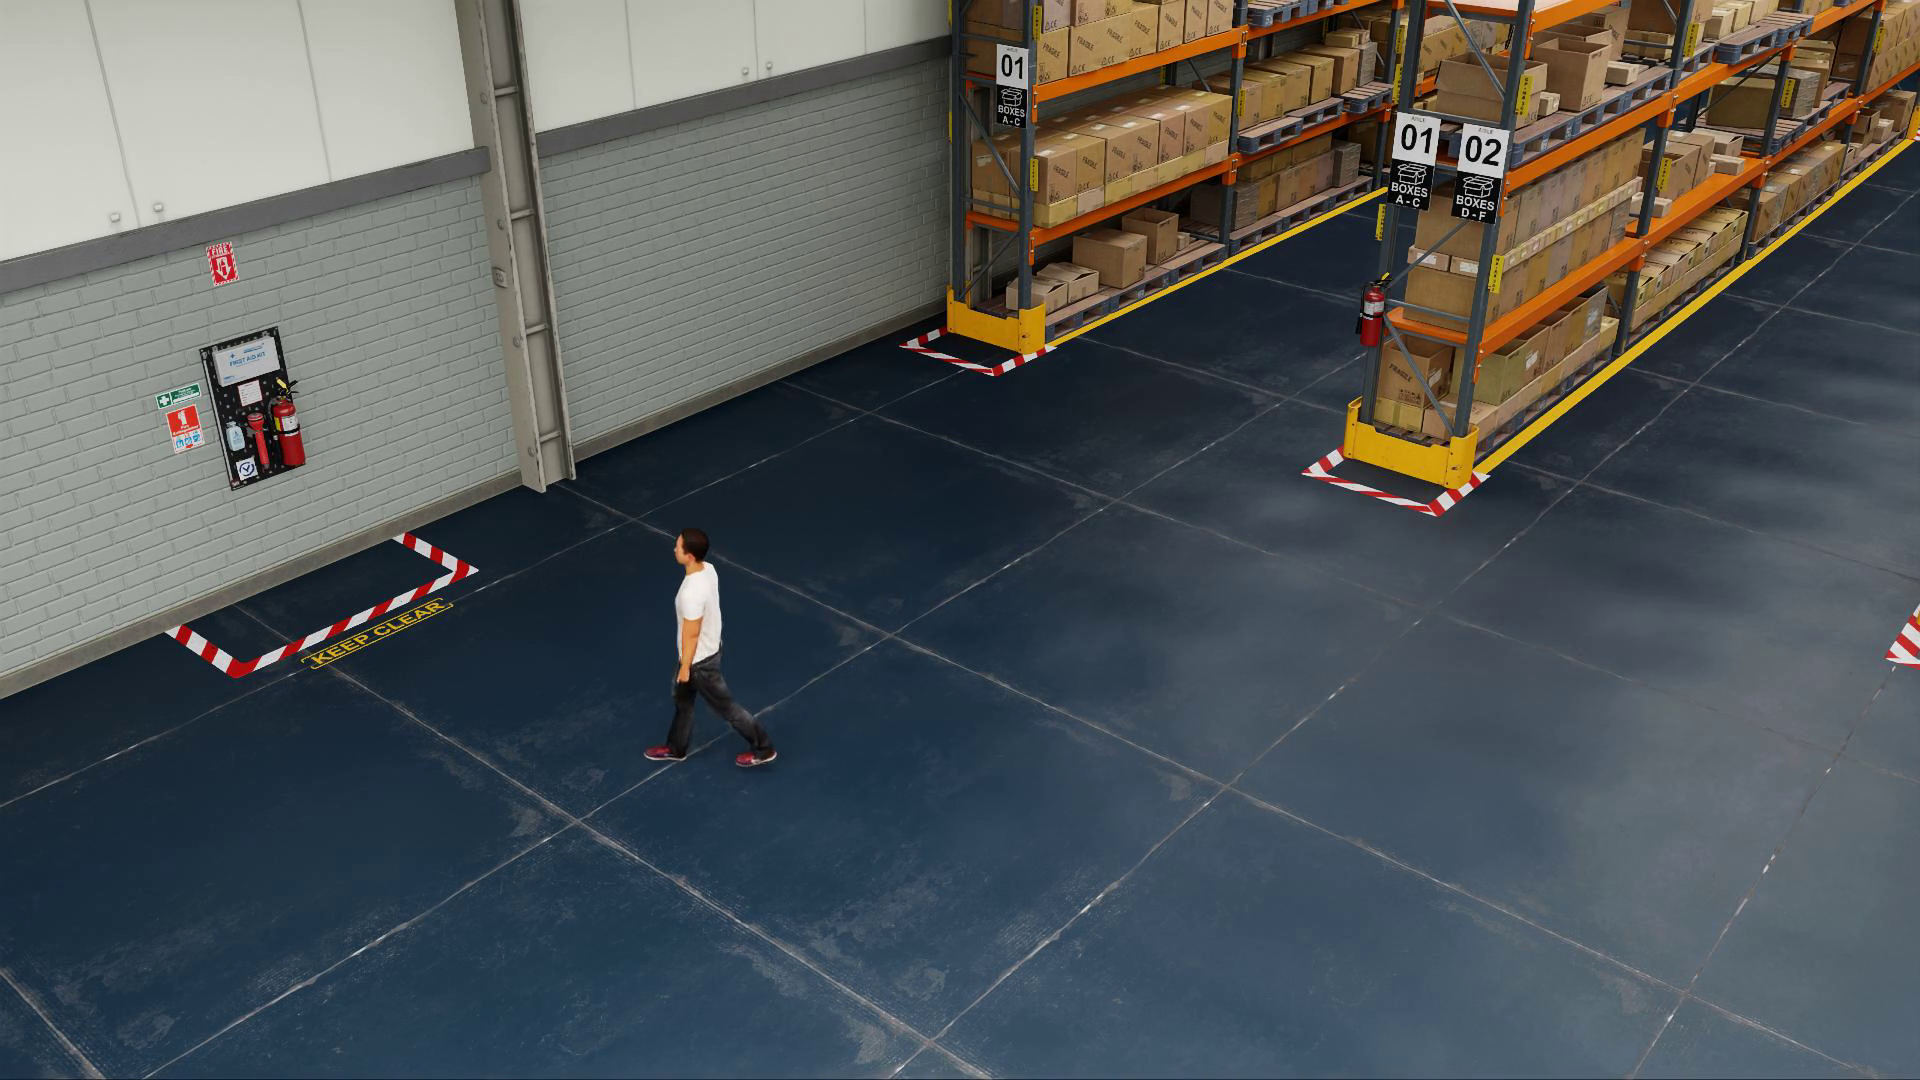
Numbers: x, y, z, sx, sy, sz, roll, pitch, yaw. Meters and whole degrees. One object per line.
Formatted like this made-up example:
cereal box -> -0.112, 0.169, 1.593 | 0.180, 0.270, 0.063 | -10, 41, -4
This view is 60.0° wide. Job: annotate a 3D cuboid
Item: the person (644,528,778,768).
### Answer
person -> -1.584, 0.749, 10.788 | 1.168, 1.765, 1.145 | 0, 28, 0
